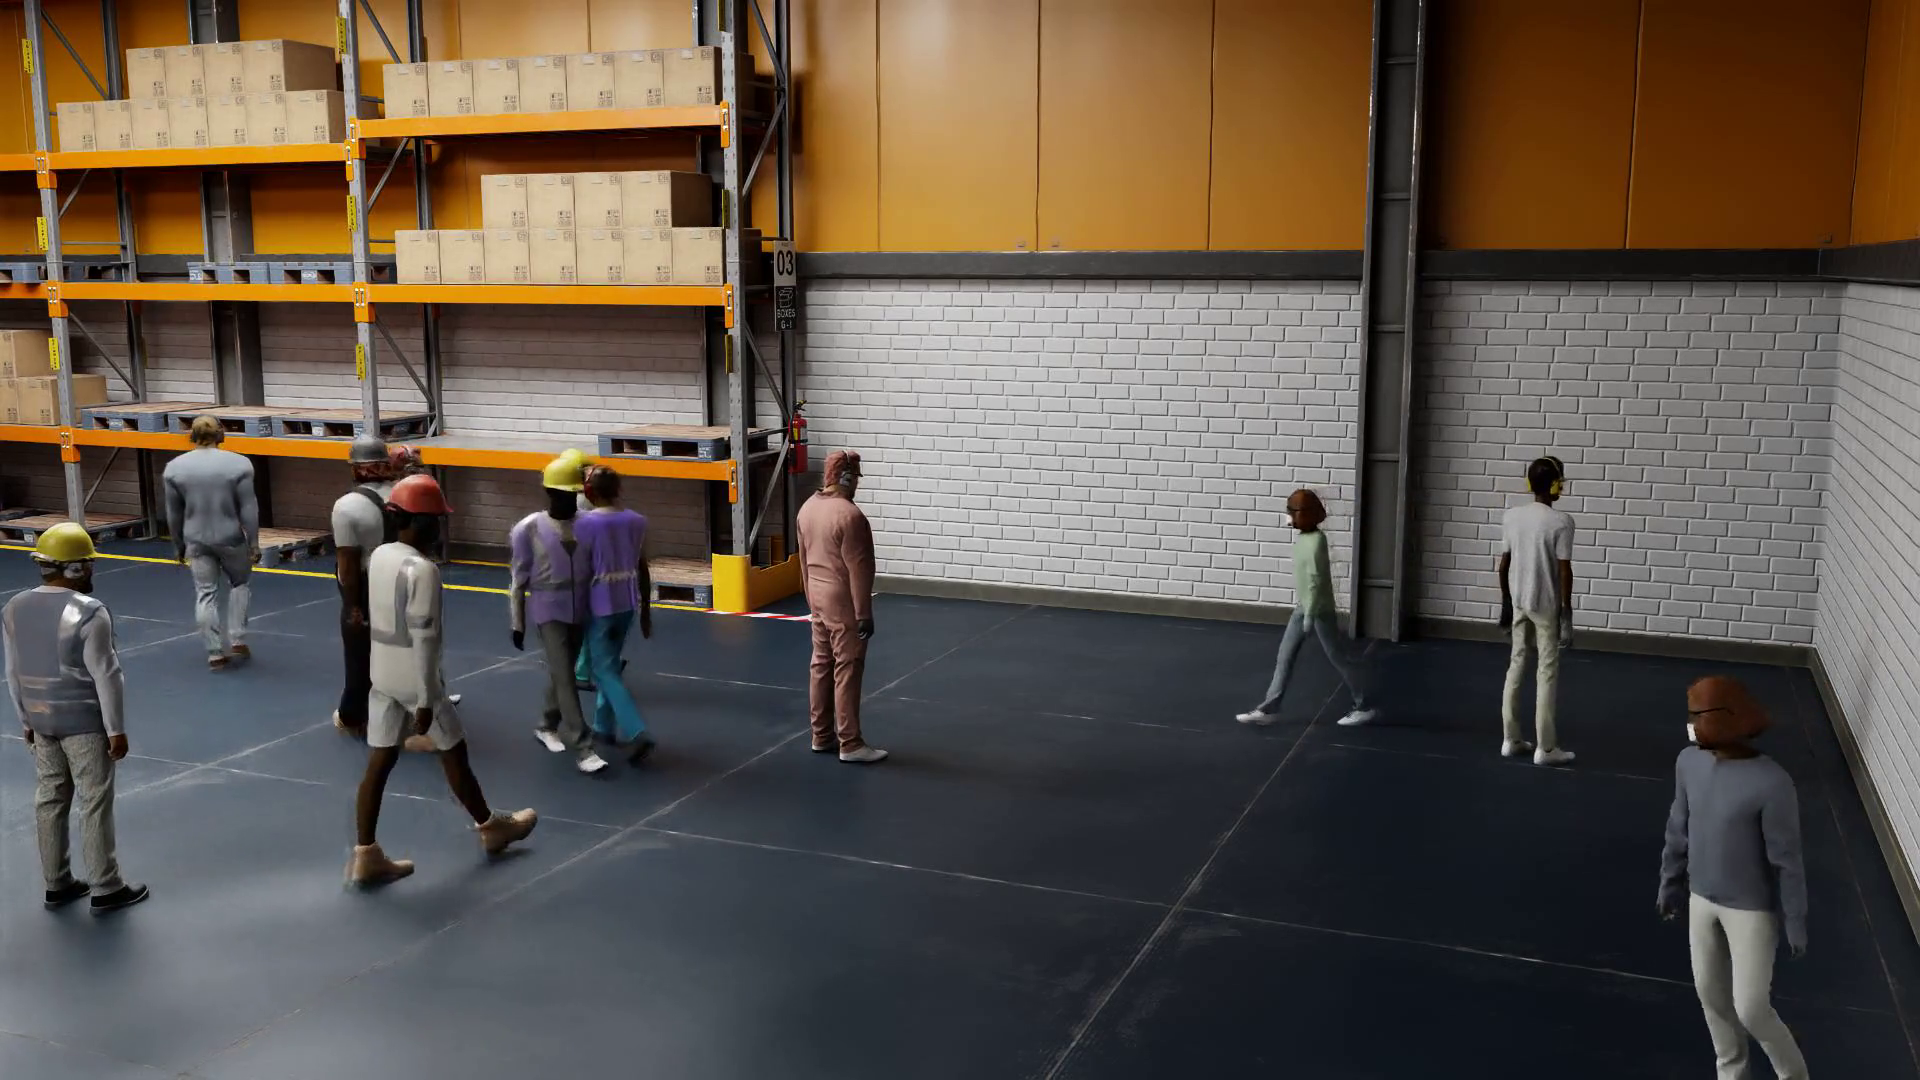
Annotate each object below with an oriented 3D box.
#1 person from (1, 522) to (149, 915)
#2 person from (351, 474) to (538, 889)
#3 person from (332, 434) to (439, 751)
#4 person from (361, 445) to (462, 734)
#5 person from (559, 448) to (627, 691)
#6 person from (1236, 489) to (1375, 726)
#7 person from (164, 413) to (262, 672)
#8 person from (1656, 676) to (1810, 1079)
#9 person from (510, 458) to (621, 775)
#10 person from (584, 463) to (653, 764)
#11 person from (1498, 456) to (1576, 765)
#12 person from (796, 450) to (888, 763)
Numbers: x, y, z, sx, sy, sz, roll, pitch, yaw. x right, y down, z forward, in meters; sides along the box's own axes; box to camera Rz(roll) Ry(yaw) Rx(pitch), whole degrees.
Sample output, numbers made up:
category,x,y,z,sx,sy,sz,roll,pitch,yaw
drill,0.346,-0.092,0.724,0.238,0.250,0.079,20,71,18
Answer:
category,x,y,z,sx,sy,sz,roll,pitch,yaw
person,-4.125,0.829,7.759,0.599,1.827,0.403,3,10,18
person,-2.619,0.666,8.231,0.617,1.989,1.022,8,13,42
person,-3.600,0.287,10.400,1.033,2.000,0.687,9,13,43
person,-3.648,0.317,10.845,0.825,1.850,0.674,-7,12,-37
person,-2.597,0.233,11.606,0.574,1.744,0.530,4,10,24
person,2.307,0.451,10.804,0.903,1.578,0.505,-1,9,-4
person,-5.558,0.007,12.453,0.662,1.919,0.625,-2,10,-11
person,2.708,1.268,5.783,0.418,1.600,0.575,-3,10,-20
person,-2.375,0.435,10.021,0.597,1.874,1.003,-8,12,-41
person,-2.120,0.437,10.198,0.879,1.815,0.563,9,13,43
person,3.506,0.424,10.098,0.316,1.870,0.528,-6,11,-34
person,-0.712,0.400,10.144,0.407,1.902,0.638,-7,12,-37
